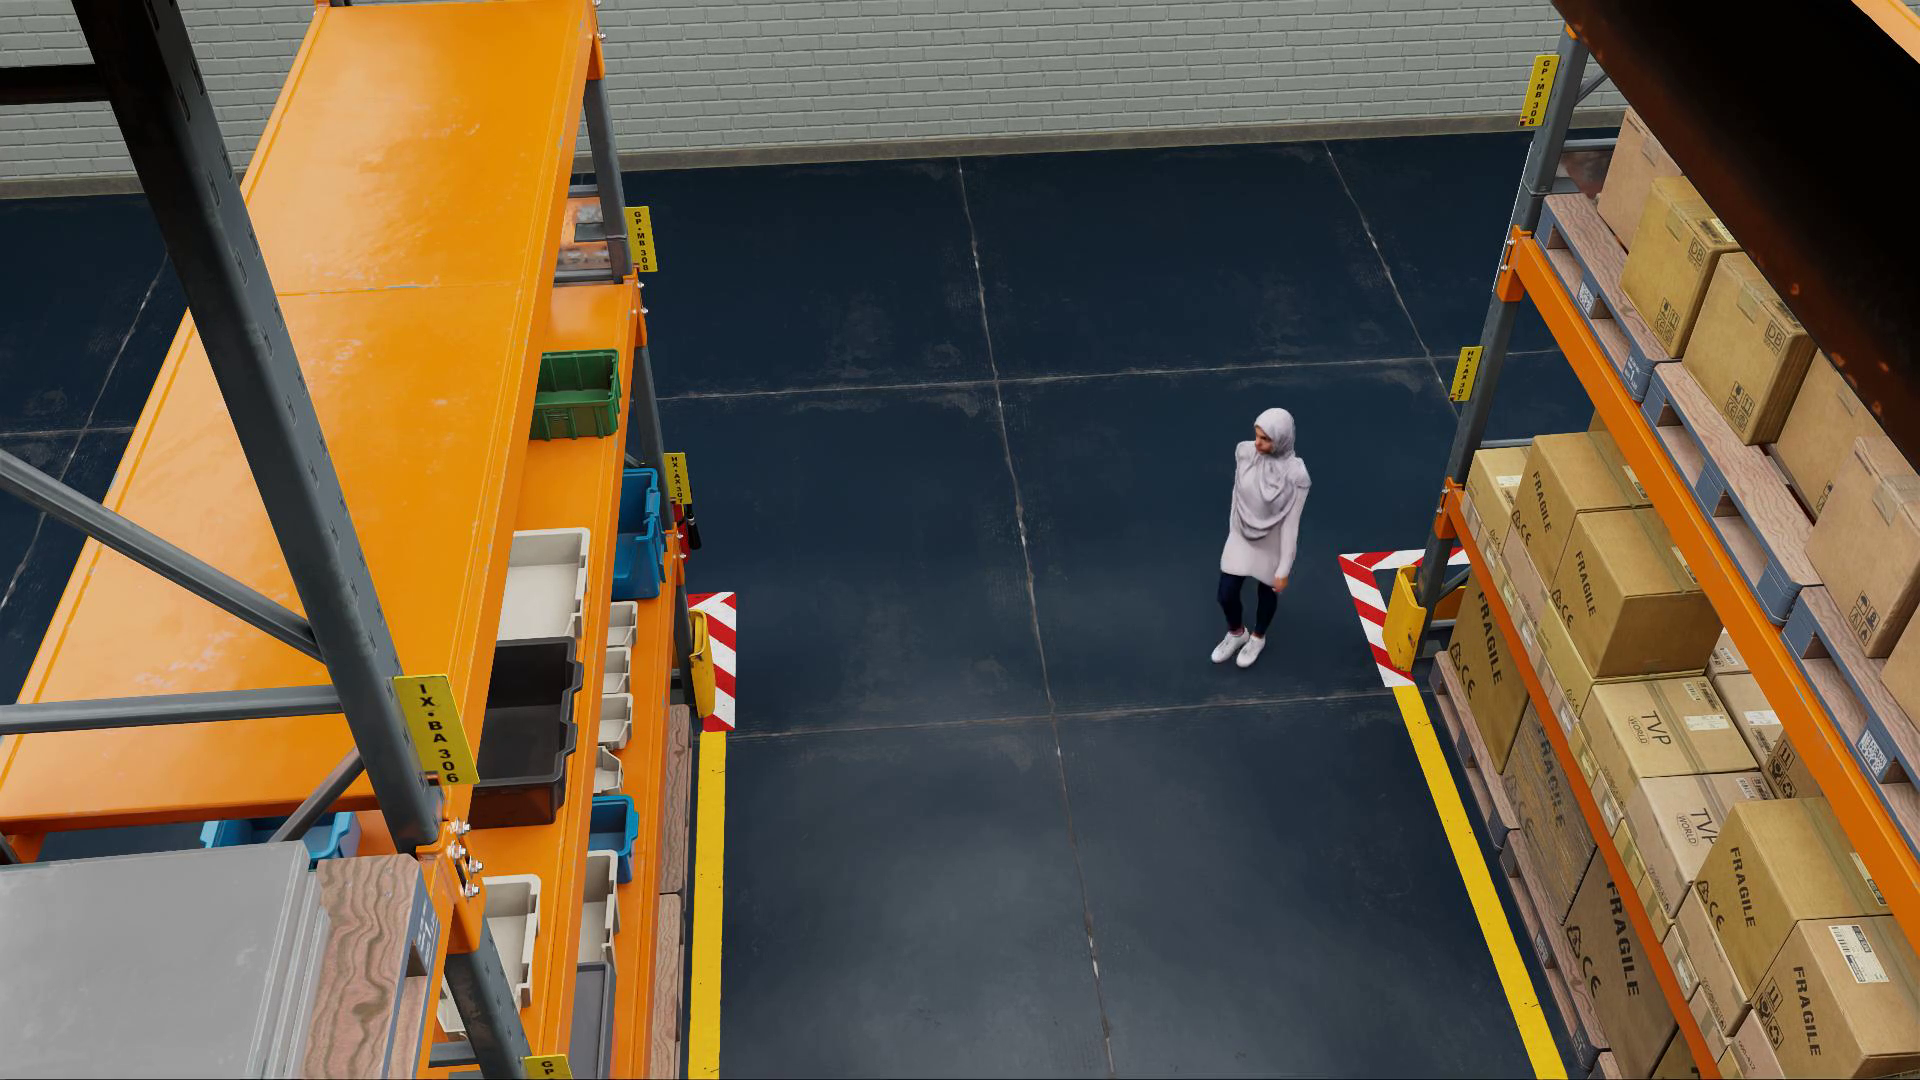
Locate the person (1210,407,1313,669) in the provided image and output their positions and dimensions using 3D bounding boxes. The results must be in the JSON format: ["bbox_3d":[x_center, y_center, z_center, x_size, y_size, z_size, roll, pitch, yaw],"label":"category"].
[{"bbox_3d":[1.657,-0.026,8.840,0.755,1.762,0.811,27,50,26],"label":"person"}]
